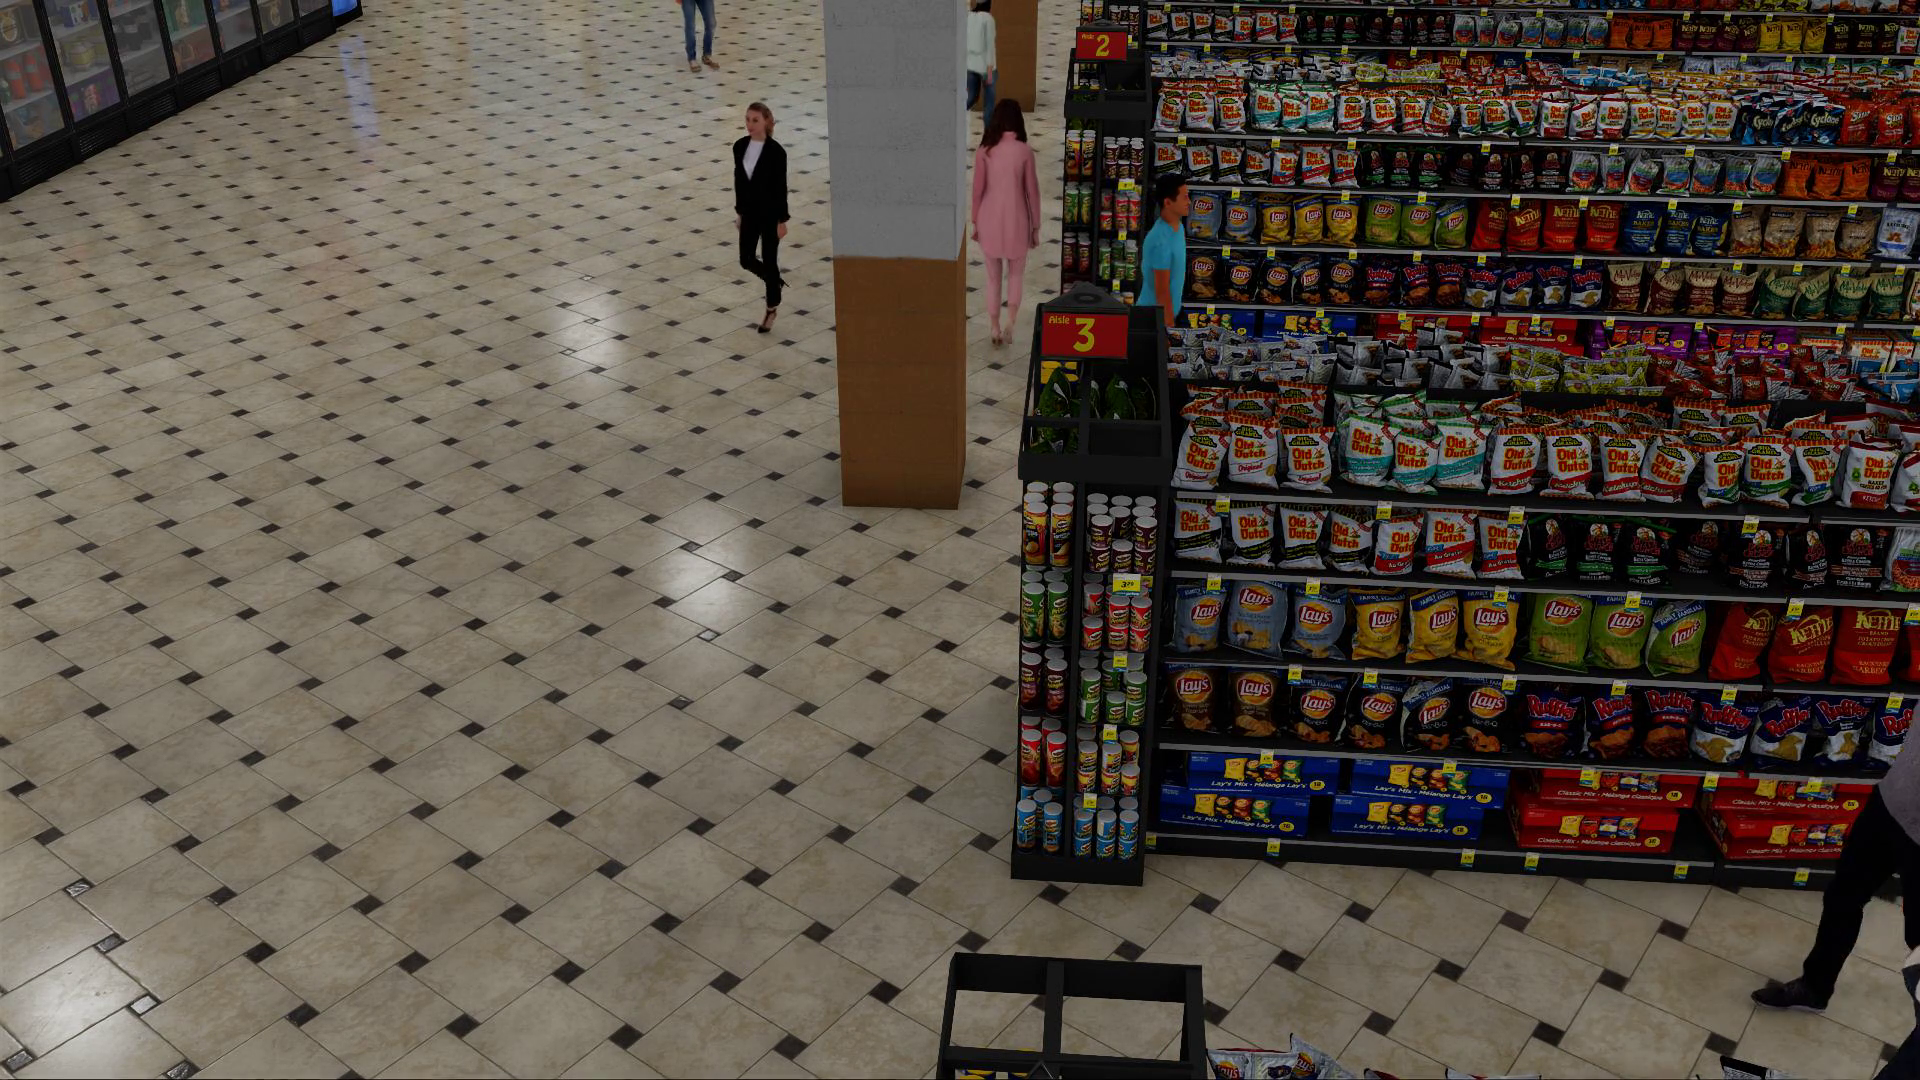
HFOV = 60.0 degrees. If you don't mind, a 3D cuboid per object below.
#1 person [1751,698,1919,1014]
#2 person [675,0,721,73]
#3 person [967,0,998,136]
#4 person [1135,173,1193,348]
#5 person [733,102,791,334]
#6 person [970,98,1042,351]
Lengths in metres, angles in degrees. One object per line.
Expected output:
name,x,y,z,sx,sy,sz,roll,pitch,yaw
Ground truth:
person,3.481,1.020,5.844,1.130,1.814,0.708,0,29,1
person,-3.154,-6.452,19.455,0.799,1.884,0.888,-16,33,-27
person,0.144,-4.653,16.431,1.014,1.626,0.991,-25,37,-38
person,1.150,-1.397,10.368,1.223,1.721,0.868,11,30,19
person,-1.402,-2.366,12.166,0.737,1.698,0.808,14,31,23
person,0.298,-2.158,11.696,0.661,1.784,0.723,0,29,1
